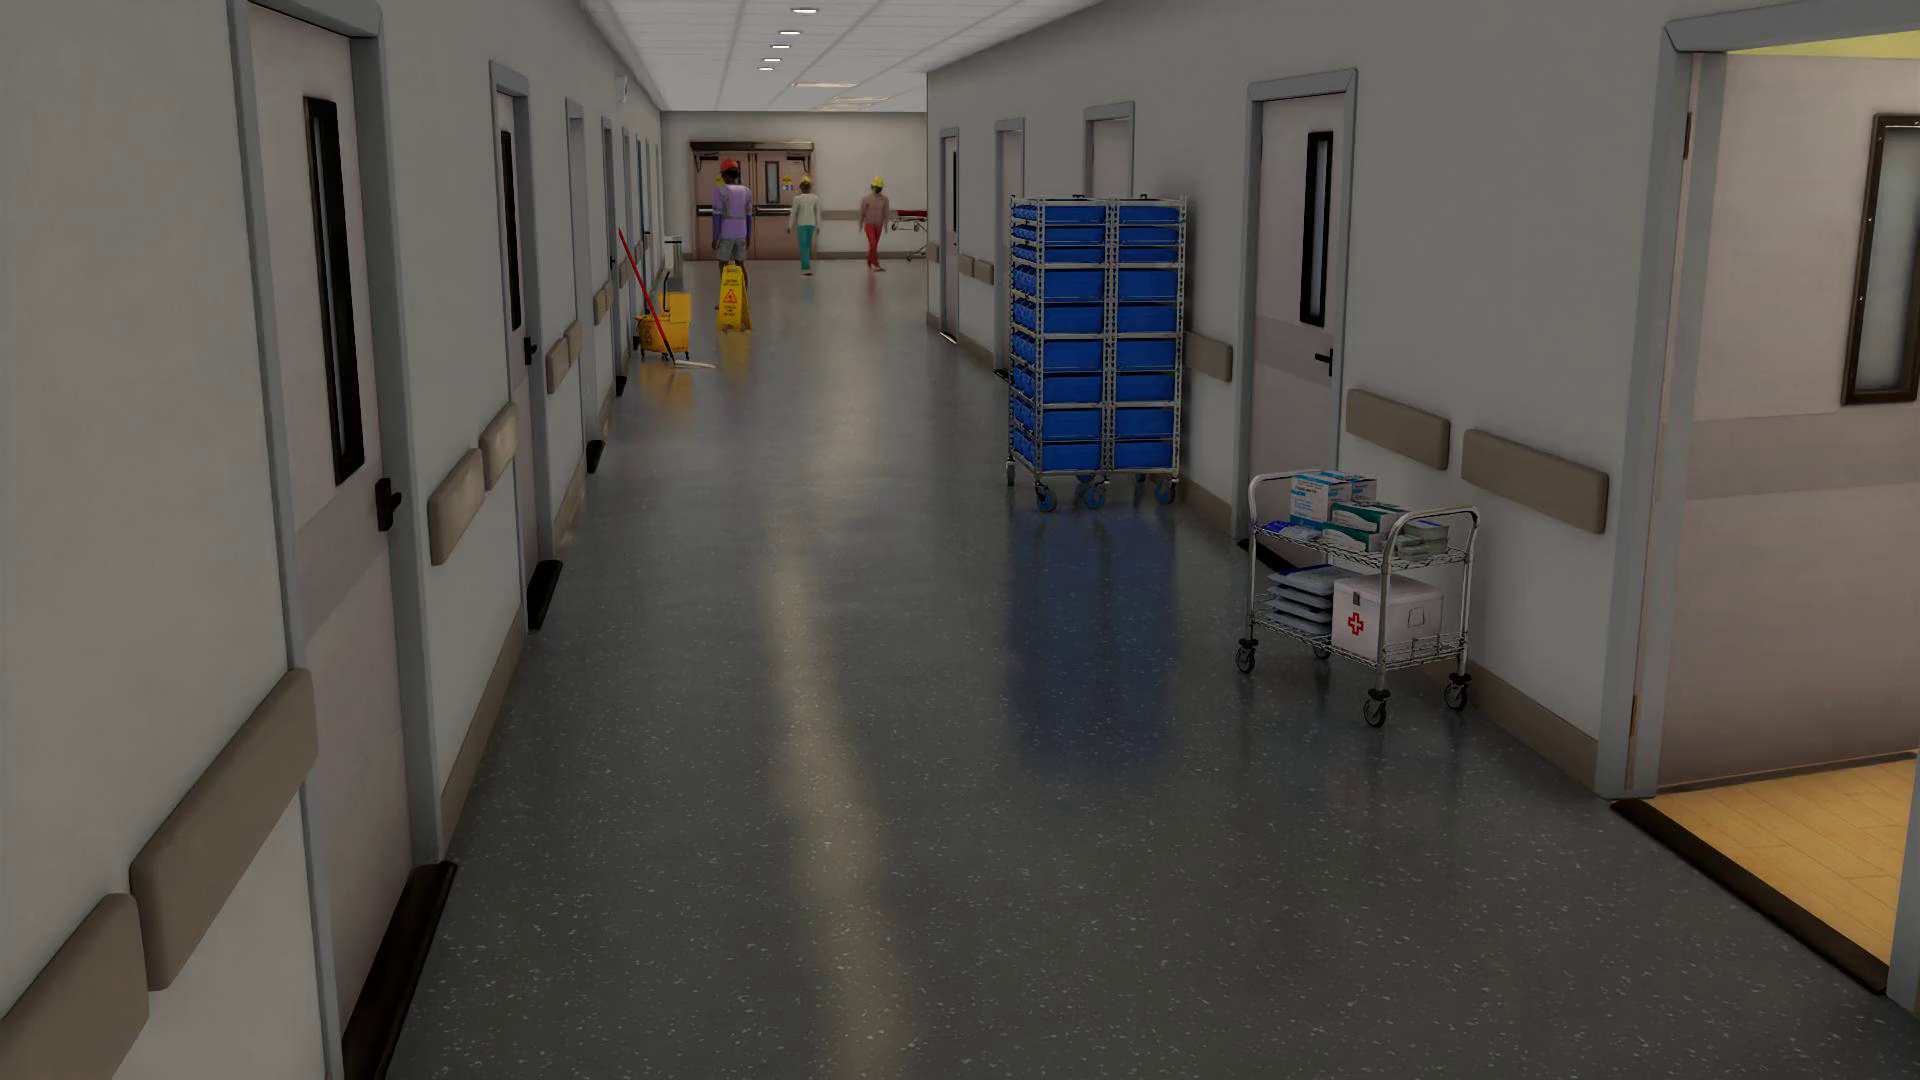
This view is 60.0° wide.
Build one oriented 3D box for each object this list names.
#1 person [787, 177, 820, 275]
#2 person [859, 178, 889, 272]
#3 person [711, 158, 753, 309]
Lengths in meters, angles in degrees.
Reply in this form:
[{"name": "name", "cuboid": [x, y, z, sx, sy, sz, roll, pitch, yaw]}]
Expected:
[{"name": "person", "cuboid": [-2.780, -5.604, 29.743, 0.552, 1.734, 0.563, -10, 16, -38]}, {"name": "person", "cuboid": [-1.610, -5.837, 30.792, 0.528, 1.716, 0.850, -6, 14, -25]}, {"name": "person", "cuboid": [-3.108, -4.149, 22.617, 0.616, 2.029, 0.409, -11, 17, -40]}]
